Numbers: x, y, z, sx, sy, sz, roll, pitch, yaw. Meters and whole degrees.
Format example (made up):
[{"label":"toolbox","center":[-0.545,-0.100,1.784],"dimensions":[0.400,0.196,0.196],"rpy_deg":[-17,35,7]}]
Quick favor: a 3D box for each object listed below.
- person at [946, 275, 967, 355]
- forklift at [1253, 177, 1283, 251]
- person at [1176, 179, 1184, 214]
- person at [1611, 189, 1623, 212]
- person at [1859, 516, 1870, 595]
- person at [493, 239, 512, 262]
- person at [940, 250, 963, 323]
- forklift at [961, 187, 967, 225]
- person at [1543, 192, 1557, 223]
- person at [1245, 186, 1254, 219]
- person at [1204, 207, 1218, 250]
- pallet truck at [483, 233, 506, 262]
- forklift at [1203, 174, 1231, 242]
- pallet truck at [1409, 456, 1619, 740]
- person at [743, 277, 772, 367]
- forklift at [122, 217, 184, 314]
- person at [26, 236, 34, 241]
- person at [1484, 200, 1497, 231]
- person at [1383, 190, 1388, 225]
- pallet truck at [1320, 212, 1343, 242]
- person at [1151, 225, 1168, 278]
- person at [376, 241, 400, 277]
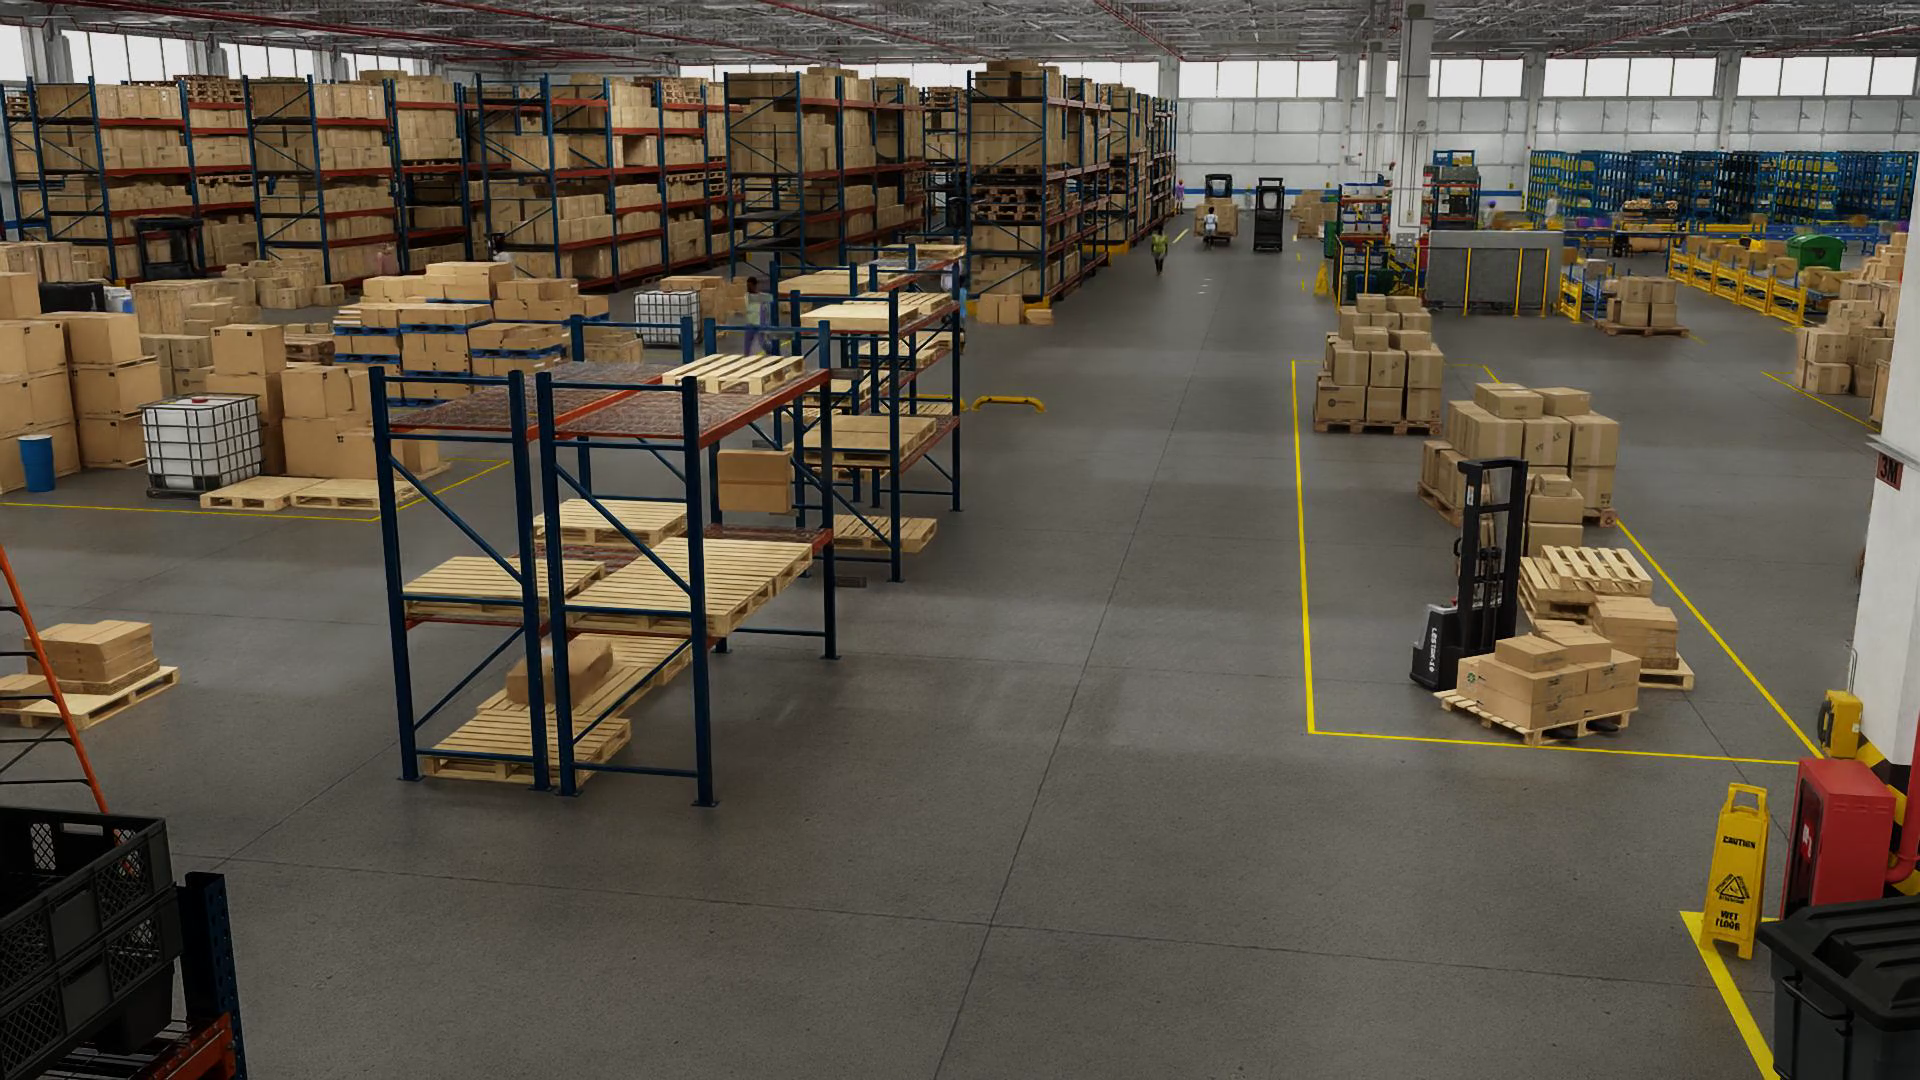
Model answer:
[{"label":"person","center":[-0.057,-4.702,34.754],"dimensions":[0.372,1.681,0.544],"rpy_deg":[9,17,33]},{"label":"forklift","center":[12.083,-12.747,64.956],"dimensions":[1.129,2.768,1.873],"rpy_deg":[3,14,10]},{"label":"person","center":[12.348,-19.244,93.275],"dimensions":[0.542,1.939,0.366],"rpy_deg":[11,18,39]},{"label":"person","center":[34.367,-17.656,87.107],"dimensions":[0.586,1.801,0.829],"rpy_deg":[4,14,16]},{"label":"person","center":[7.633,0.402,13.697],"dimensions":[0.415,1.855,0.527],"rpy_deg":[-8,16,-30]},{"label":"person","center":[-11.580,-6.696,42.338],"dimensions":[0.866,1.937,0.606],"rpy_deg":[9,16,32]},{"label":"person","center":[-0.232,-6.190,40.385],"dimensions":[0.580,1.889,0.814],"rpy_deg":[-4,14,-17]},{"label":"forklift","center":[0.531,-9.990,53.765],"dimensions":[1.129,2.768,1.873],"rpy_deg":[3,14,10]},{"label":"person","center":[26.547,-14.681,74.832],"dimensions":[0.679,1.891,0.430],"rpy_deg":[-8,16,-30]},{"label":"person","center":[15.334,-17.864,88.119],"dimensions":[0.552,1.726,0.497],"rpy_deg":[13,19,42]},{"label":"person","center":[9.895,-12.281,65.585],"dimensions":[0.551,1.647,0.870],"rpy_deg":[3,14,12]},{"label":"pallet truck","center":[-11.832,-7.026,43.548],"dimensions":[1.885,1.965,0.823],"rpy_deg":[8,16,28]},{"label":"forklift","center":[10.917,-14.055,70.266],"dimensions":[1.129,2.768,1.873],"rpy_deg":[3,14,10]},{"label":"pallet truck","center":[4.504,0.400,13.395],"dimensions":[0.823,1.965,1.885],"rpy_deg":[-6,15,-23]},{"label":"person","center":[-3.912,-4.181,32.273],"dimensions":[0.595,1.876,0.962],"rpy_deg":[12,18,40]},{"label":"forklift","center":[-16.871,-5.409,35.166],"dimensions":[1.873,2.768,1.129],"rpy_deg":[11,18,38]},{"label":"person","center":[-26.896,-7.995,48.217],"dimensions":[0.310,1.640,0.514],"rpy_deg":[11,17,37]},{"label":"person","center":[20.959,-12.434,65.646],"dimensions":[0.488,1.922,0.639],"rpy_deg":[-2,14,-8]},{"label":"person","center":[20.914,-16.286,81.641],"dimensions":[0.327,1.753,0.562],"rpy_deg":[7,16,28]},{"label":"pallet truck","center":[15.874,-13.227,70.310],"dimensions":[0.680,1.201,1.601],"rpy_deg":[10,17,35]},{"label":"person","center":[6.408,-9.268,53.295],"dimensions":[0.534,1.674,0.759],"rpy_deg":[4,14,15]},{"label":"person","center":[-14.379,-6.604,42.054],"dimensions":[0.541,1.883,0.683],"rpy_deg":[3,14,10]}]
